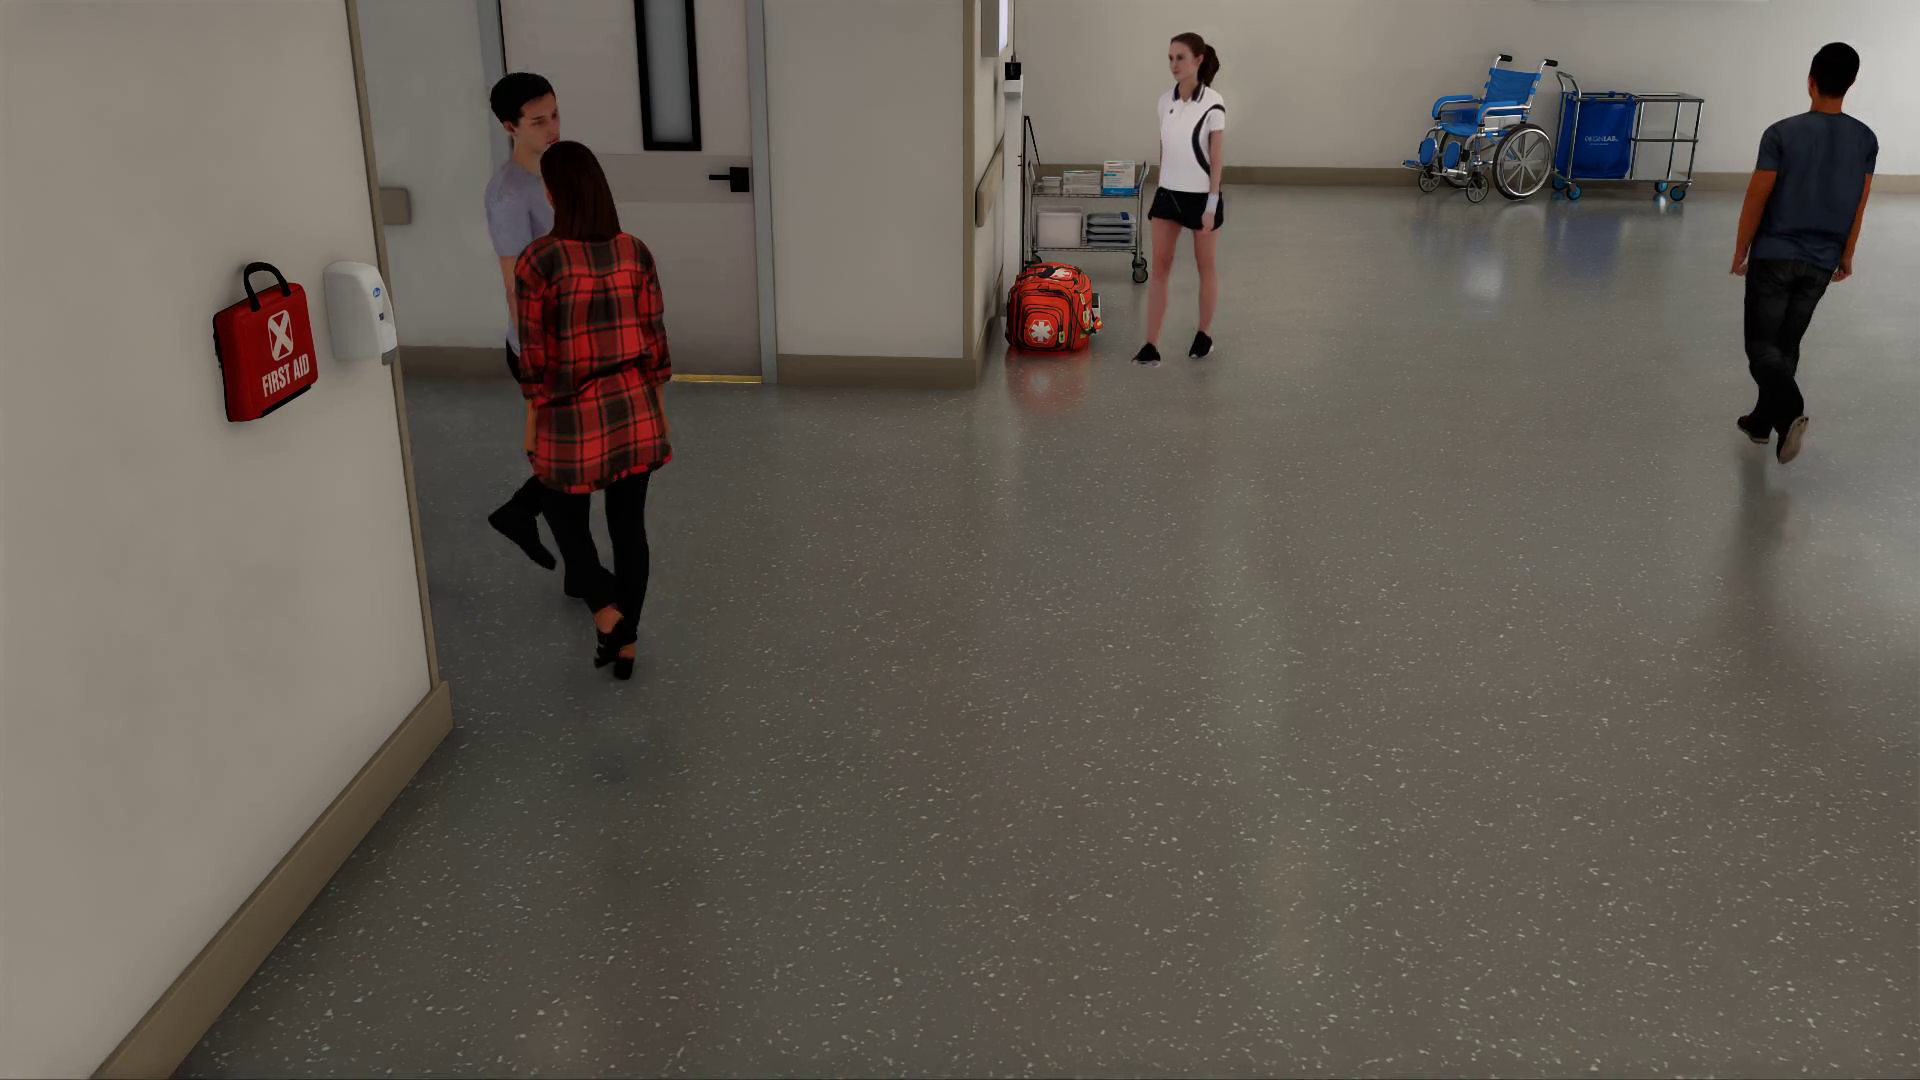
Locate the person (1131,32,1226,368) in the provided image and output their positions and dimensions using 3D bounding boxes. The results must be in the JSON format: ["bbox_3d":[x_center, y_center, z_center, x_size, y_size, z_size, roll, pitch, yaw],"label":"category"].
[{"bbox_3d":[1.263,-1.783,8.858,0.864,1.715,1.099,10,23,26],"label":"person"}]

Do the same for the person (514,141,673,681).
[{"bbox_3d":[-1.084,-0.339,5.084,0.798,1.686,0.852,-12,24,-29],"label":"person"}]

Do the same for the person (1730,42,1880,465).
[{"bbox_3d":[3.656,-1.200,7.215,0.676,1.788,1.031,1,21,3],"label":"person"}]

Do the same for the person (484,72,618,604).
[{"bbox_3d":[-1.453,-0.642,5.676,0.805,1.834,0.790,3,21,7],"label":"person"}]
